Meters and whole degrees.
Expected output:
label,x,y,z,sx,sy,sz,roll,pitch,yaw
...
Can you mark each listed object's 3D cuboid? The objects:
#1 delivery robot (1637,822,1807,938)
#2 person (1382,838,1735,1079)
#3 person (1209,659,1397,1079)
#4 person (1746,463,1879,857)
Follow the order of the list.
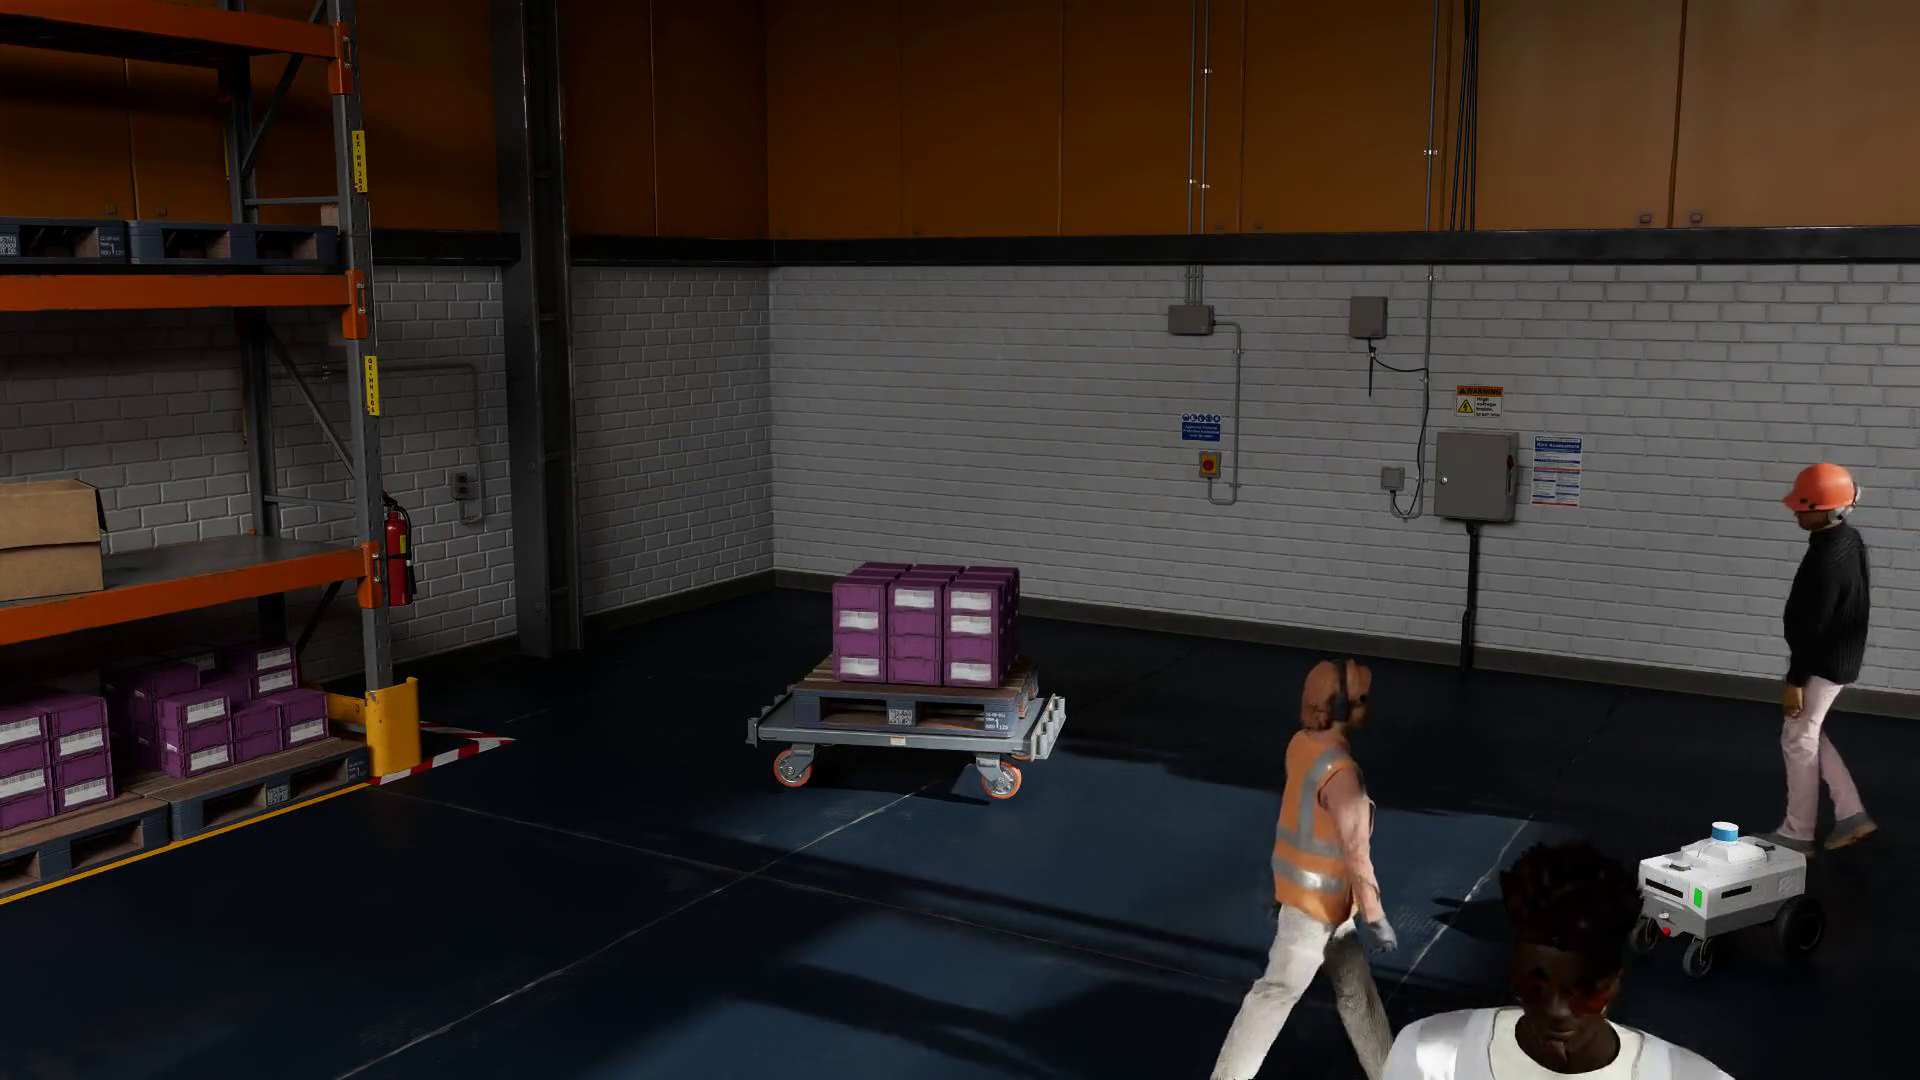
label,x,y,z,sx,sy,sz,roll,pitch,yaw
delivery robot,3.163,1.417,6.911,0.707,0.478,0.477,-5,10,-27
person,0.928,1.454,2.718,0.635,1.912,0.941,5,11,31
person,1.198,1.179,5.457,0.878,1.591,0.509,0,9,1
person,4.124,0.599,7.942,0.555,1.962,0.683,7,11,37
